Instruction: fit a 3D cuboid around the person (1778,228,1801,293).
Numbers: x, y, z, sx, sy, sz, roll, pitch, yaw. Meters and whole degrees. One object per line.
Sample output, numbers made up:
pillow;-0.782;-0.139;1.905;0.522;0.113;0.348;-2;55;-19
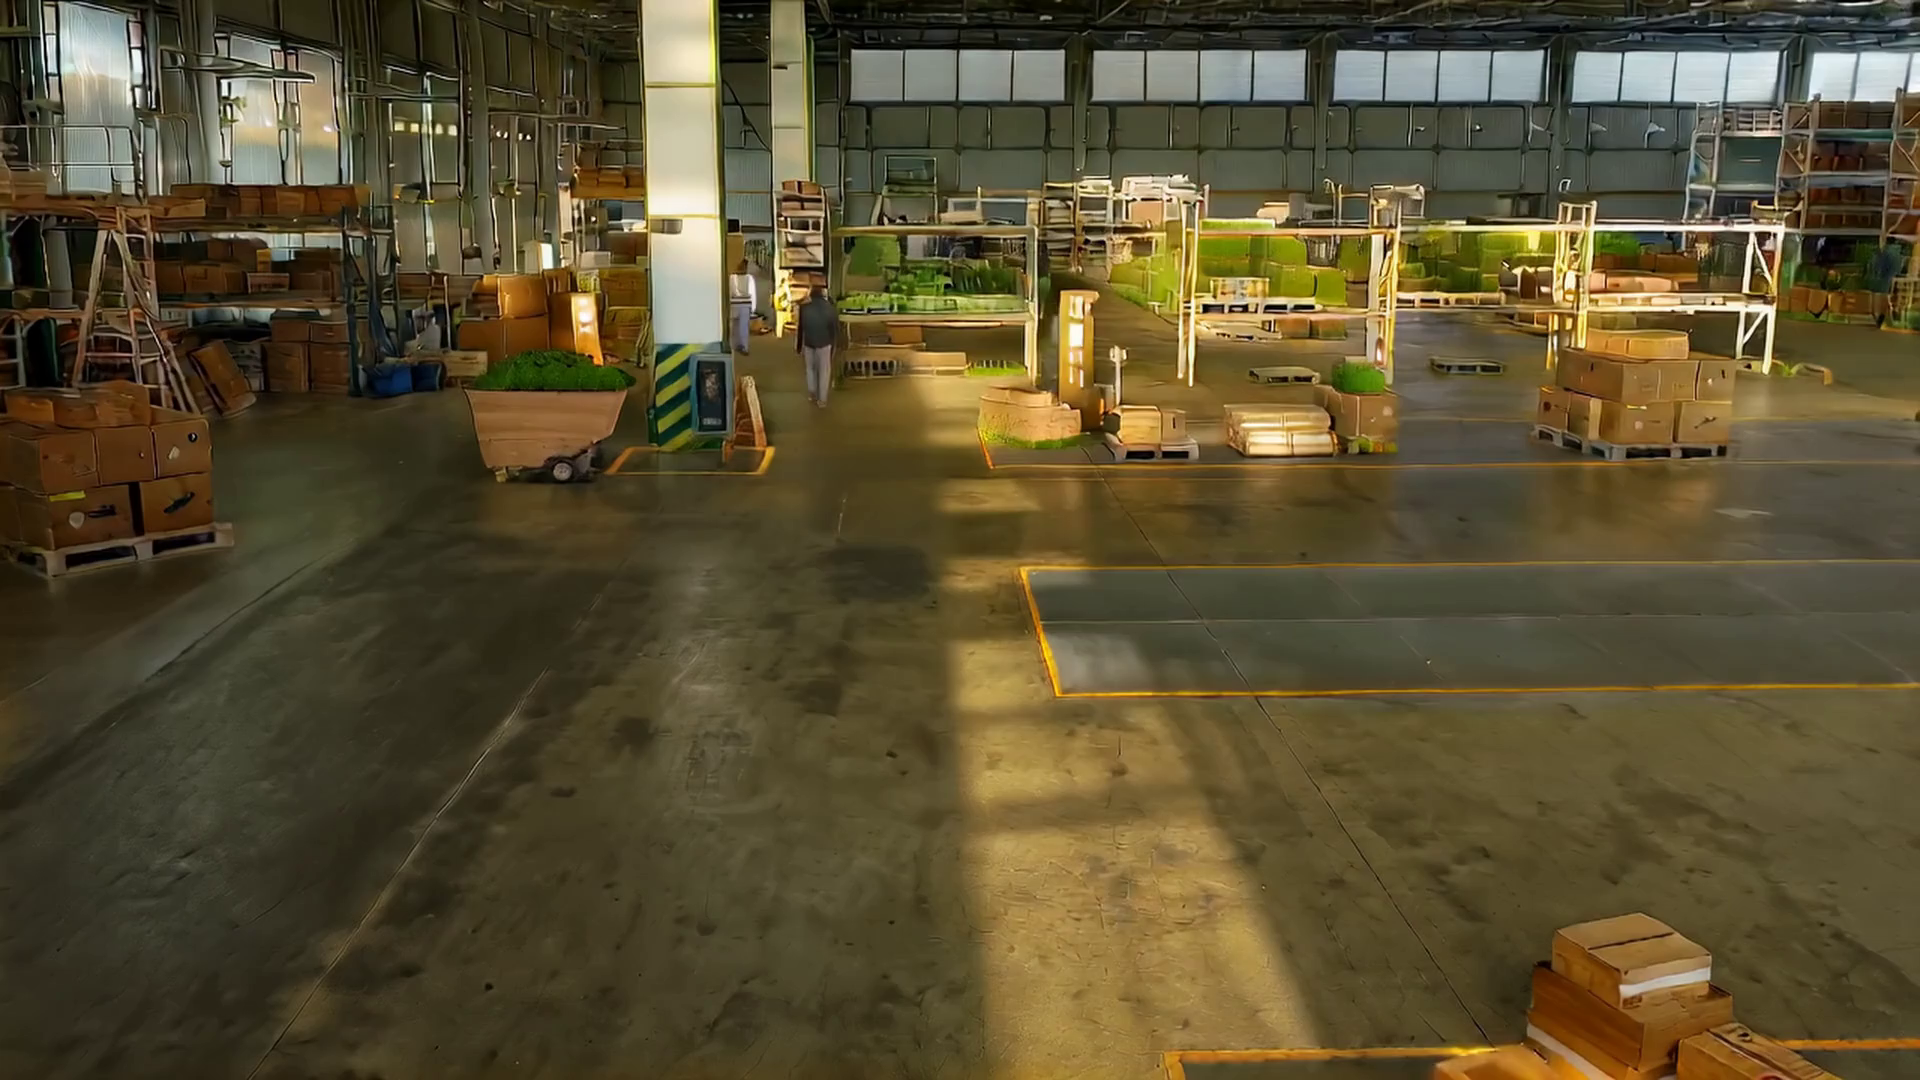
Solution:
person;24.642;-8.329;49.555;0.643;1.916;0.903;1;13;4

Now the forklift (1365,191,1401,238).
forklift;16.274;-11.746;62.752;1.873;2.768;1.129;0;12;-2

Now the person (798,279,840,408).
person;-2.163;-3.025;25.521;0.645;1.934;1.024;-1;13;-6

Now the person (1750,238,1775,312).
person;20.694;-6.845;42.923;0.599;1.874;0.979;5;13;20

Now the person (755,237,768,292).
person;-5.949;-8.255;49.850;0.373;1.623;0.510;1;13;3

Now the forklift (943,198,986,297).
forklift;0.117;-8.286;47.131;1.129;2.768;1.873;-1;13;-6

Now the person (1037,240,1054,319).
person;1.964;-6.362;40.621;0.640;1.921;0.577;-1;13;-6

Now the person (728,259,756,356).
person;-4.246;-4.538;32.497;0.599;1.873;0.423;-8;15;-32

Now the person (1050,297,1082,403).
person;1.455;-2.498;23.398;0.583;1.827;0.647;-7;14;-29

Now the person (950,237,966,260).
person;-0.047;-7.673;46.977;0.480;1.734;0.331;-7;14;-28

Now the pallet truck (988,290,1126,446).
pallet truck;1.257;-2.299;22.111;1.885;1.965;0.823;-9;15;-35

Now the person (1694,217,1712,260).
person;27.302;-10.936;61.110;0.383;1.993;0.622;-12;17;-42

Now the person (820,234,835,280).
person;-3.690;-7.674;46.733;0.506;1.843;0.351;2;13;9

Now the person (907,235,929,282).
person;-1.278;-8.735;51.390;0.650;1.892;0.977;-2;13;-10

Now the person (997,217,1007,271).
person;1.535;-10.704;60.230;0.377;1.932;0.544;4;13;19

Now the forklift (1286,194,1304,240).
forklift;11.014;-9.999;54.867;1.873;2.768;1.129;0;12;-2

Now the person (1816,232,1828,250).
person;28.561;-9.439;55.254;0.842;1.599;0.513;1;13;5

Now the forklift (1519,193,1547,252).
forklift;19.679;-10.577;57.476;1.873;2.768;1.129;-4;13;-18
